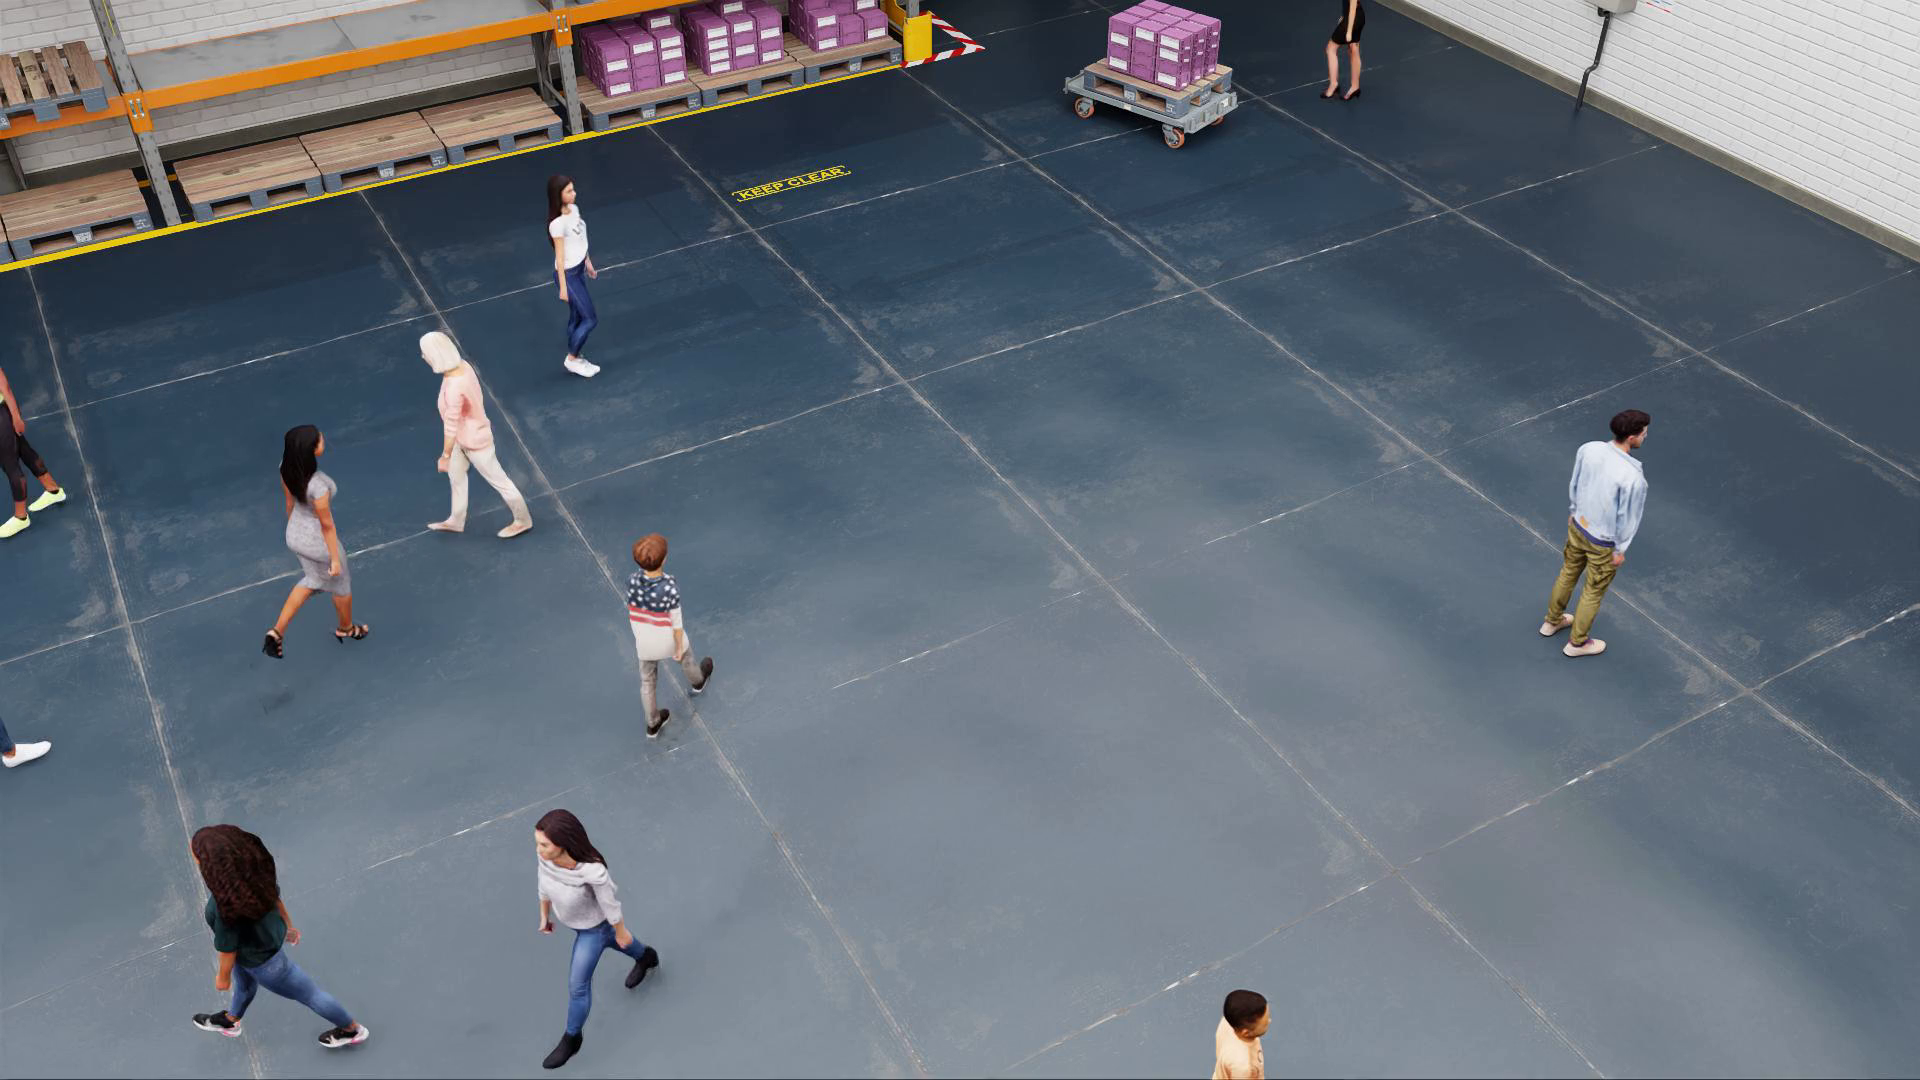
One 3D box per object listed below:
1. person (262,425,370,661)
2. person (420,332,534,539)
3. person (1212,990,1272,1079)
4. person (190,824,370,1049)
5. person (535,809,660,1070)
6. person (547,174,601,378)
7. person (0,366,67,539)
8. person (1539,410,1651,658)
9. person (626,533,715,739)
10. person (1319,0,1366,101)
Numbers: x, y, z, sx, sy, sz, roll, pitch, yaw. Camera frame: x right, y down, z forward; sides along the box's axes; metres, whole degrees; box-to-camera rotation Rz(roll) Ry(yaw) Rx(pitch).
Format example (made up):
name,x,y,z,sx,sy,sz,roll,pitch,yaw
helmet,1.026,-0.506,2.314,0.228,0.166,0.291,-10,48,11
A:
name,x,y,z,sx,sy,sz,roll,pitch,yaw
person,-4.141,0.093,10.491,0.873,1.748,1.067,20,43,23
person,-3.296,-0.711,11.548,1.031,1.686,0.786,-13,40,-15
person,1.254,2.555,7.638,0.612,1.461,0.598,-2,39,-2
person,-3.358,2.031,8.214,1.184,1.562,0.913,-3,39,-3
person,-1.824,1.869,8.398,0.861,1.585,1.146,27,46,30
person,-3.172,-2.082,13.204,0.723,1.762,0.696,1,39,1
person,-6.730,-0.922,11.768,0.771,1.740,0.923,24,44,27
person,4.066,-0.046,10.616,0.595,1.809,0.699,-14,41,-17
person,-1.860,0.613,10.113,0.886,1.408,0.933,8,39,10
person,4.180,-5.371,17.424,0.758,1.634,0.702,17,42,20
